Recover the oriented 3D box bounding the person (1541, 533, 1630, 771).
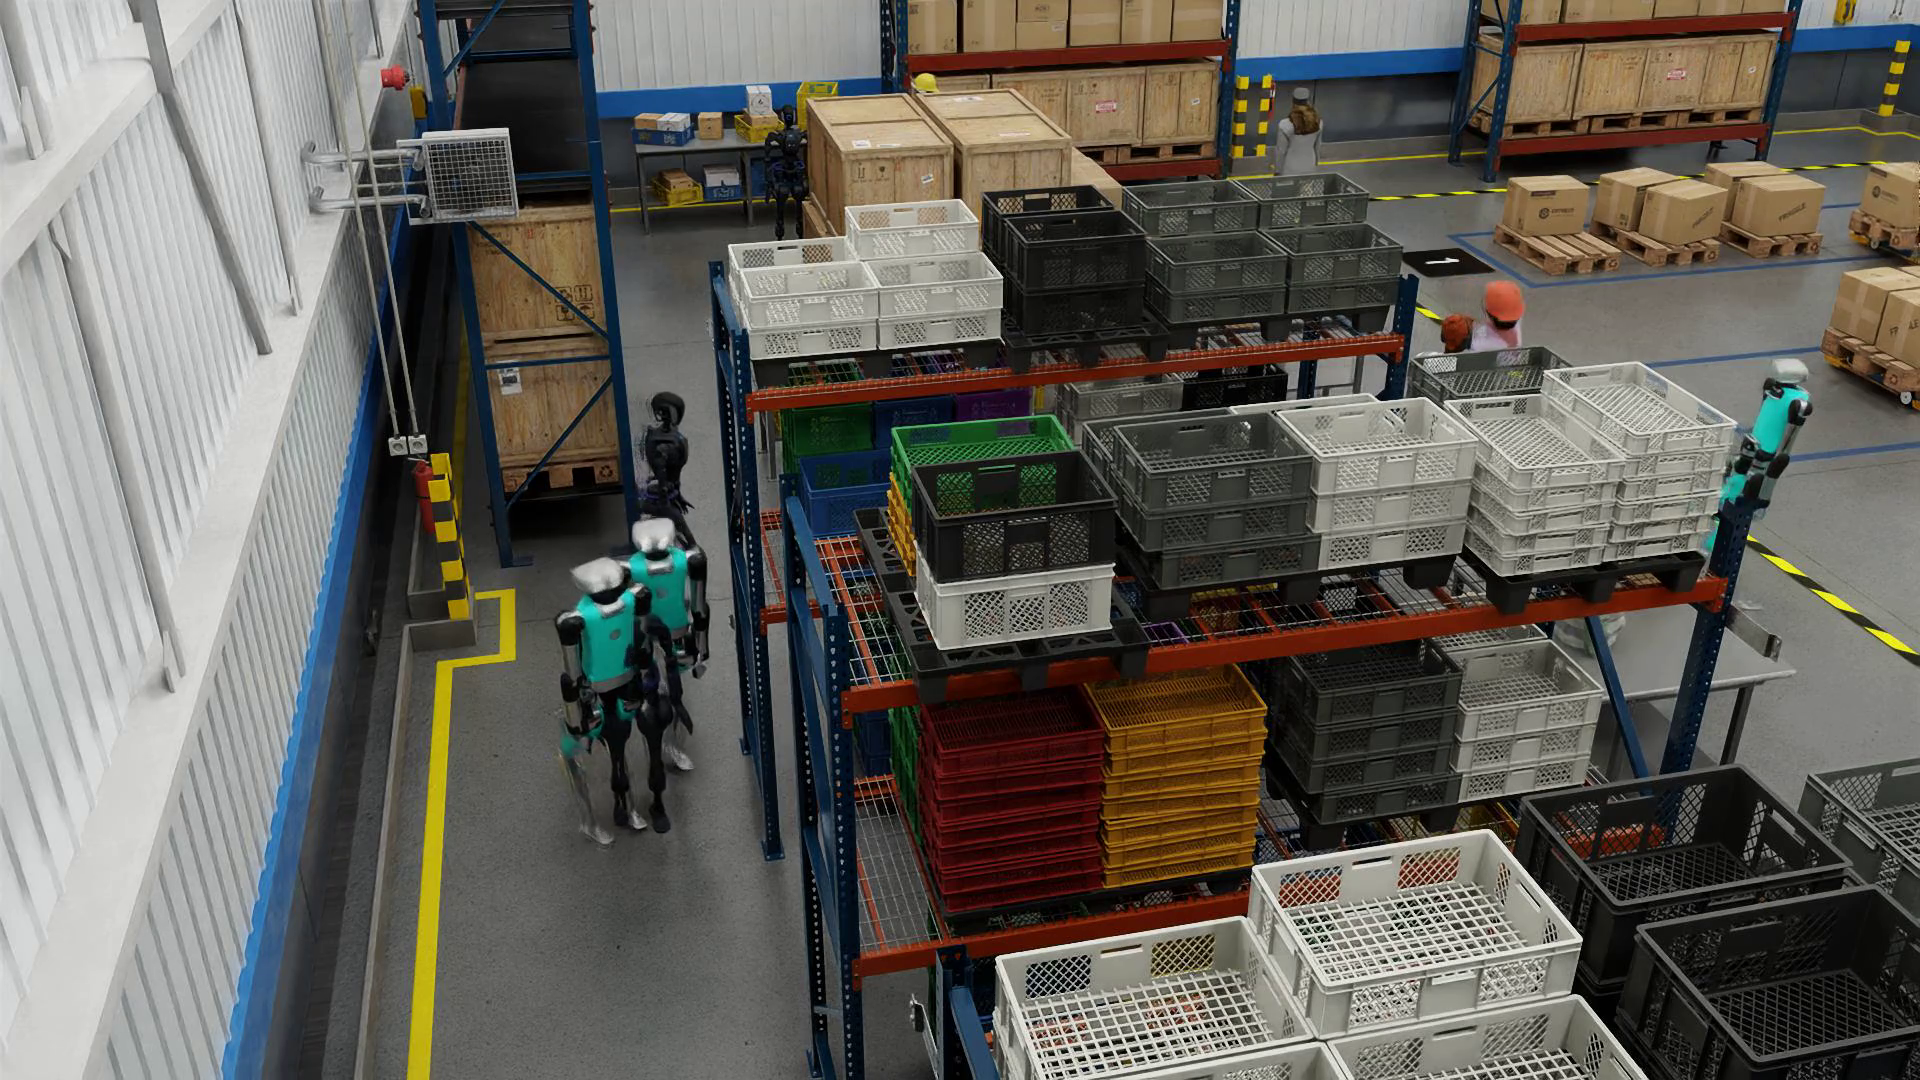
[{"bbox_3d":[3.472,0.535,9.230,0.390,1.945,0.615,4,28,8],"label":"person"}]

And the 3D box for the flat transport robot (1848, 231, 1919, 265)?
[{"bbox_3d":[10.460,-3.203,18.094,0.652,0.197,1.431,-6,28,-12],"label":"flat transport robot"}]

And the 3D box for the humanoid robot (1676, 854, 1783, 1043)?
[{"bbox_3d":[3.160,1.984,6.798,0.601,1.641,0.509,20,34,33],"label":"humanoid robot"}]

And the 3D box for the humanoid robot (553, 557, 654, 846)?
[{"bbox_3d":[-1.957,0.814,8.860,0.531,1.728,0.733,-24,36,-37],"label":"humanoid robot"}]

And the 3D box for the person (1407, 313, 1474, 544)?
[{"bbox_3d":[3.369,-0.677,11.600,0.356,1.883,0.574,-21,35,-35],"label":"person"}]

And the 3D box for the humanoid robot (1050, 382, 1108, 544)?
[{"bbox_3d":[0.652,-0.131,10.742,0.981,1.773,0.533,-13,30,-23],"label":"humanoid robot"}]

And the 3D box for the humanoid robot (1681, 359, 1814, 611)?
[{"bbox_3d":[5.119,-0.359,11.155,0.819,1.771,0.557,1,28,3],"label":"humanoid robot"}]

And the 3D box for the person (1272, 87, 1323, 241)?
[{"bbox_3d":[3.646,-4.015,18.054,0.571,1.766,0.396,-11,30,-20],"label":"person"}]

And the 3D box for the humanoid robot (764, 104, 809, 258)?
[{"bbox_3d":[-1.804,-3.826,17.779,0.599,1.657,0.315,-9,29,-16],"label":"humanoid robot"}]

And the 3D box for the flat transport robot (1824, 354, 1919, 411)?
[{"bbox_3d":[8.473,-1.467,14.800,0.652,0.197,1.431,-6,28,-12],"label":"flat transport robot"}]

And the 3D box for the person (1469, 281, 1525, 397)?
[{"bbox_3d":[3.822,-0.965,12.032,0.641,1.995,0.660,18,33,31],"label":"person"}]

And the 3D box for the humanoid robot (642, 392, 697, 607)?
[{"bbox_3d":[-1.928,-0.198,10.907,0.402,1.643,0.613,-1,28,-2],"label":"humanoid robot"}]

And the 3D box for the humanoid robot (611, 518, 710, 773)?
[{"bbox_3d":[-1.694,0.573,9.347,0.530,1.748,0.752,-9,29,-17],"label":"humanoid robot"}]

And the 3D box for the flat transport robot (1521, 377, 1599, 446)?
[{"bbox_3d":[4.780,-1.036,14.013,0.659,0.231,1.431,-6,28,-12],"label":"flat transport robot"}]

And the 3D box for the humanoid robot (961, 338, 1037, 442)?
[{"bbox_3d":[0.300,-0.504,11.322,0.531,1.689,0.738,-4,28,-8],"label":"humanoid robot"}]

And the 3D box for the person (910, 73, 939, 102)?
[{"bbox_3d":[-0.398,-4.239,18.417,0.404,1.827,0.586,-4,28,-7],"label":"person"}]

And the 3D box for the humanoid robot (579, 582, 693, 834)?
[{"bbox_3d":[-1.748,0.869,8.898,0.590,1.638,0.434,-8,29,-15],"label":"humanoid robot"}]
